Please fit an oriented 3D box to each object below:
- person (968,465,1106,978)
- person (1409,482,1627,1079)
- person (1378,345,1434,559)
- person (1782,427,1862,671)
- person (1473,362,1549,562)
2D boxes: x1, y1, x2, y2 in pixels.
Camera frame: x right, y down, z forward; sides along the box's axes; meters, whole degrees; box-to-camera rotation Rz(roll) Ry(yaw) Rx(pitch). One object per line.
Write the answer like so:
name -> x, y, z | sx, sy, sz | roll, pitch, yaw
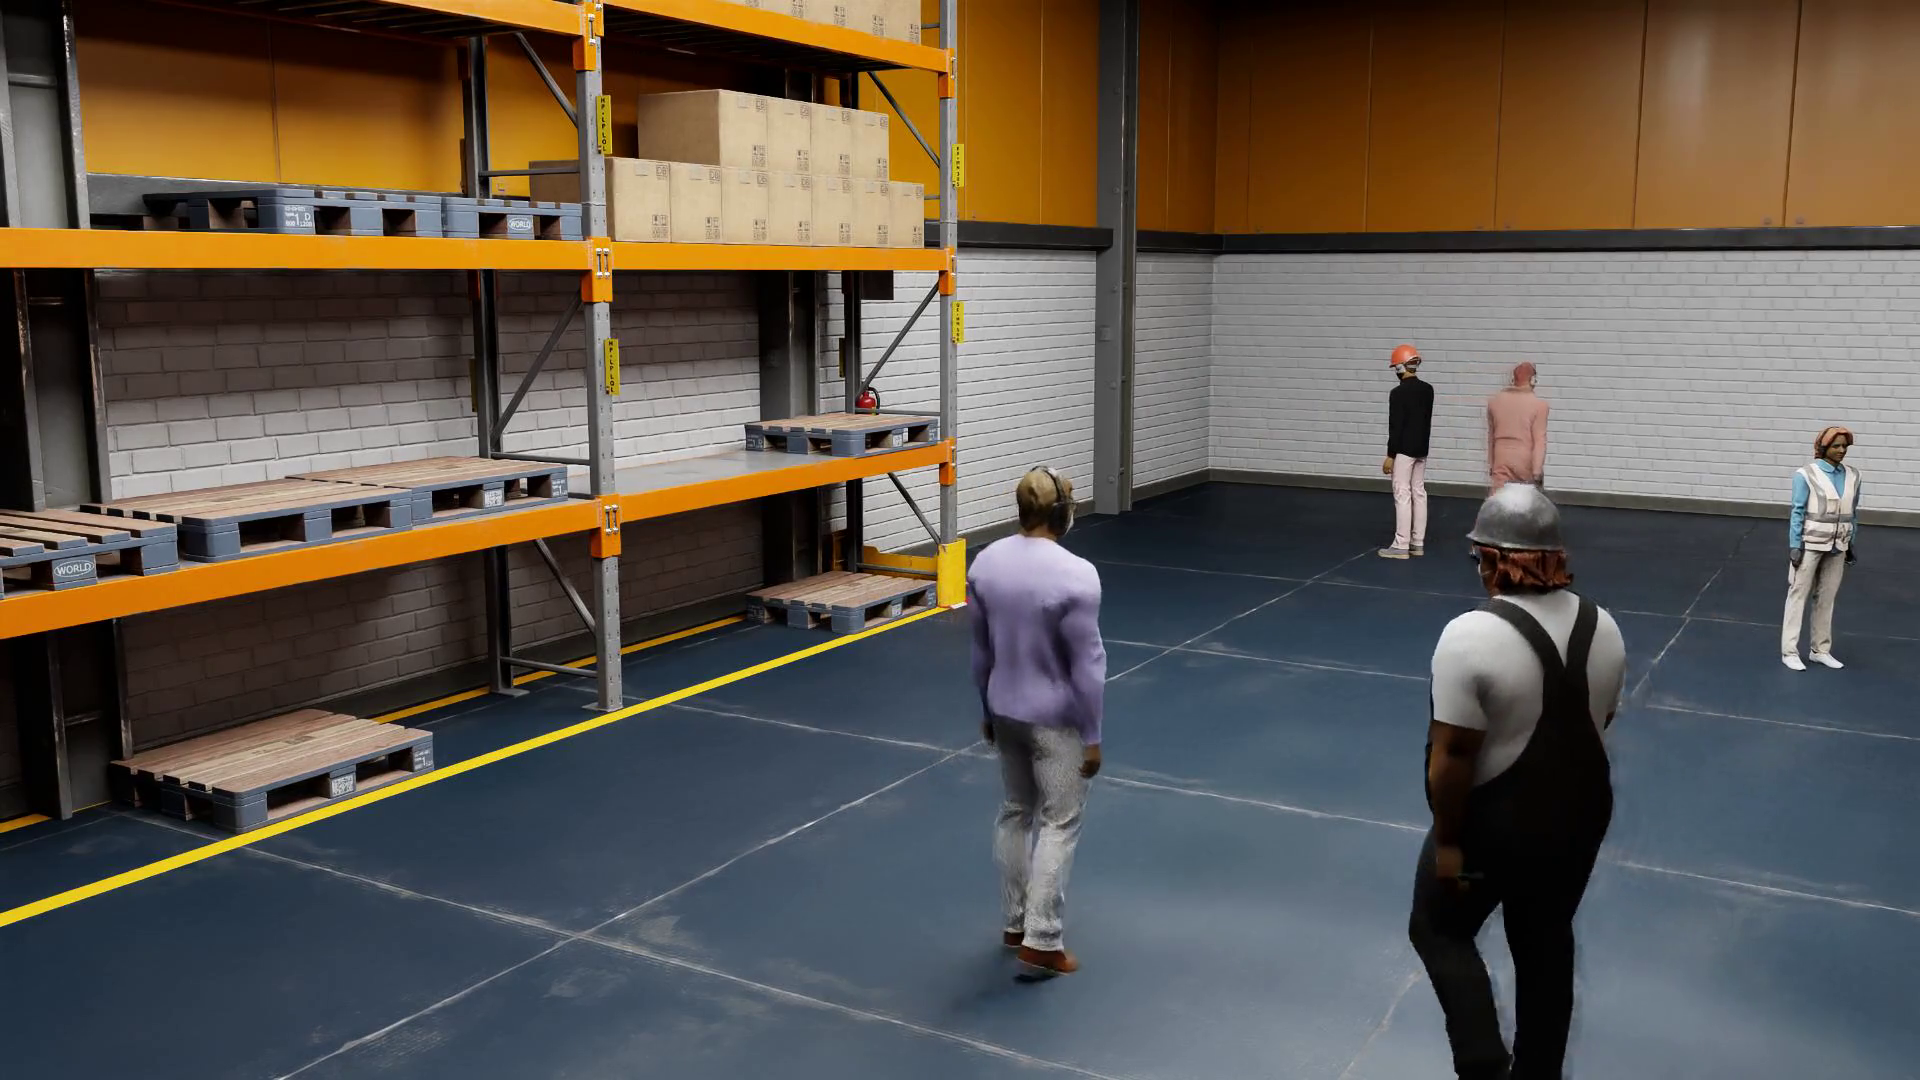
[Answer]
person -> 0.307, 0.677, 6.349 | 0.632, 1.945, 0.385 | 9, 13, 44
person -> 1.677, 0.823, 5.086 | 0.698, 2.000, 0.544 | -3, 10, -19
person -> 4.150, -0.817, 15.497 | 0.608, 1.984, 0.397 | -8, 12, -40
person -> 5.765, 0.055, 11.121 | 0.514, 1.641, 0.315 | -2, 9, -13
person -> 5.060, -0.696, 15.180 | 0.995, 1.858, 0.646 | -8, 12, -39
